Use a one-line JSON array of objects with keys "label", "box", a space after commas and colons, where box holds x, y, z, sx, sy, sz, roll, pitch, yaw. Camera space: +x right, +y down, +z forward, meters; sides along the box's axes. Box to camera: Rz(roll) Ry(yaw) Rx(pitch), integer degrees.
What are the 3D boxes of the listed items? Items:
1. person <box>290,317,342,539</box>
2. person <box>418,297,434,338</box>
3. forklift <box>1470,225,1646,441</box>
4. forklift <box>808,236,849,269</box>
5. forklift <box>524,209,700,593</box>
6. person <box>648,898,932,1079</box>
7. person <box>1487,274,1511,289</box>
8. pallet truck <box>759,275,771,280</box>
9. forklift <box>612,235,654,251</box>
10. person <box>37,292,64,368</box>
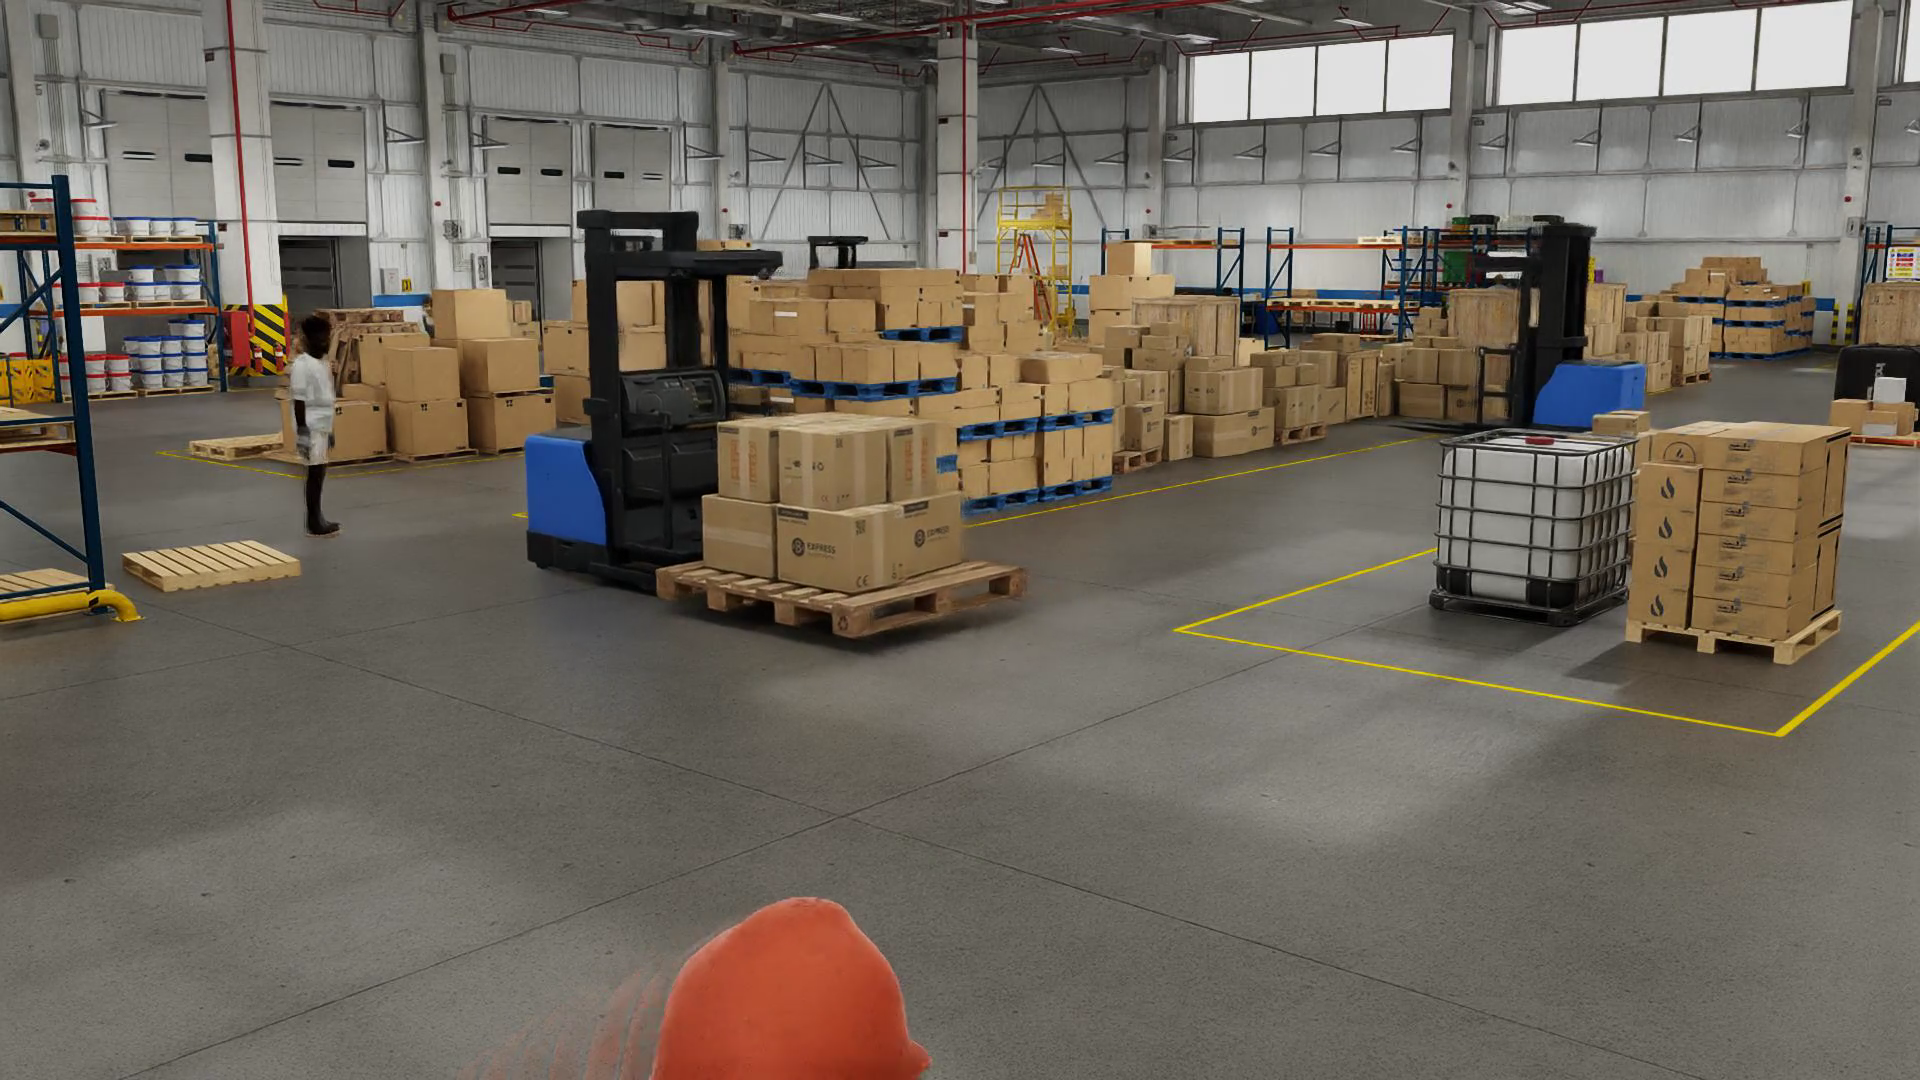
[{"label": "person", "box": [-5.669, -0.989, 14.719, 0.503, 1.942, 0.673, 0, 10, 0]}, {"label": "person", "box": [-8.220, -2.933, 26.236, 0.561, 1.780, 0.814, -1, 10, -5]}, {"label": "forklift", "box": [7.748, -2.628, 21.352, 1.873, 2.768, 1.129, 8, 13, 40]}, {"label": "forklift", "box": [-3.079, -5.743, 39.090, 1.129, 2.768, 1.873, -6, 12, -30]}, {"label": "forklift", "box": [-2.437, -1.128, 12.811, 1.873, 2.768, 1.129, 8, 13, 40]}, {"label": "person", "box": [-0.150, 1.299, 1.732, 0.567, 1.913, 0.663, 8, 13, 39]}, {"label": "person", "box": [12.829, -5.377, 39.687, 0.635, 1.936, 0.353, 0, 10, 3]}, {"label": "pallet truck", "box": [-4.996, -6.432, 45.525, 1.885, 1.965, 0.823, -6, 12, -32]}, {"label": "forklift", "box": [-7.300, -5.450, 37.421, 1.873, 2.768, 1.129, 8, 13, 40]}, {"label": "person", "box": [-17.018, -3.881, 31.184, 0.547, 1.934, 0.375, 5, 11, 25]}]
